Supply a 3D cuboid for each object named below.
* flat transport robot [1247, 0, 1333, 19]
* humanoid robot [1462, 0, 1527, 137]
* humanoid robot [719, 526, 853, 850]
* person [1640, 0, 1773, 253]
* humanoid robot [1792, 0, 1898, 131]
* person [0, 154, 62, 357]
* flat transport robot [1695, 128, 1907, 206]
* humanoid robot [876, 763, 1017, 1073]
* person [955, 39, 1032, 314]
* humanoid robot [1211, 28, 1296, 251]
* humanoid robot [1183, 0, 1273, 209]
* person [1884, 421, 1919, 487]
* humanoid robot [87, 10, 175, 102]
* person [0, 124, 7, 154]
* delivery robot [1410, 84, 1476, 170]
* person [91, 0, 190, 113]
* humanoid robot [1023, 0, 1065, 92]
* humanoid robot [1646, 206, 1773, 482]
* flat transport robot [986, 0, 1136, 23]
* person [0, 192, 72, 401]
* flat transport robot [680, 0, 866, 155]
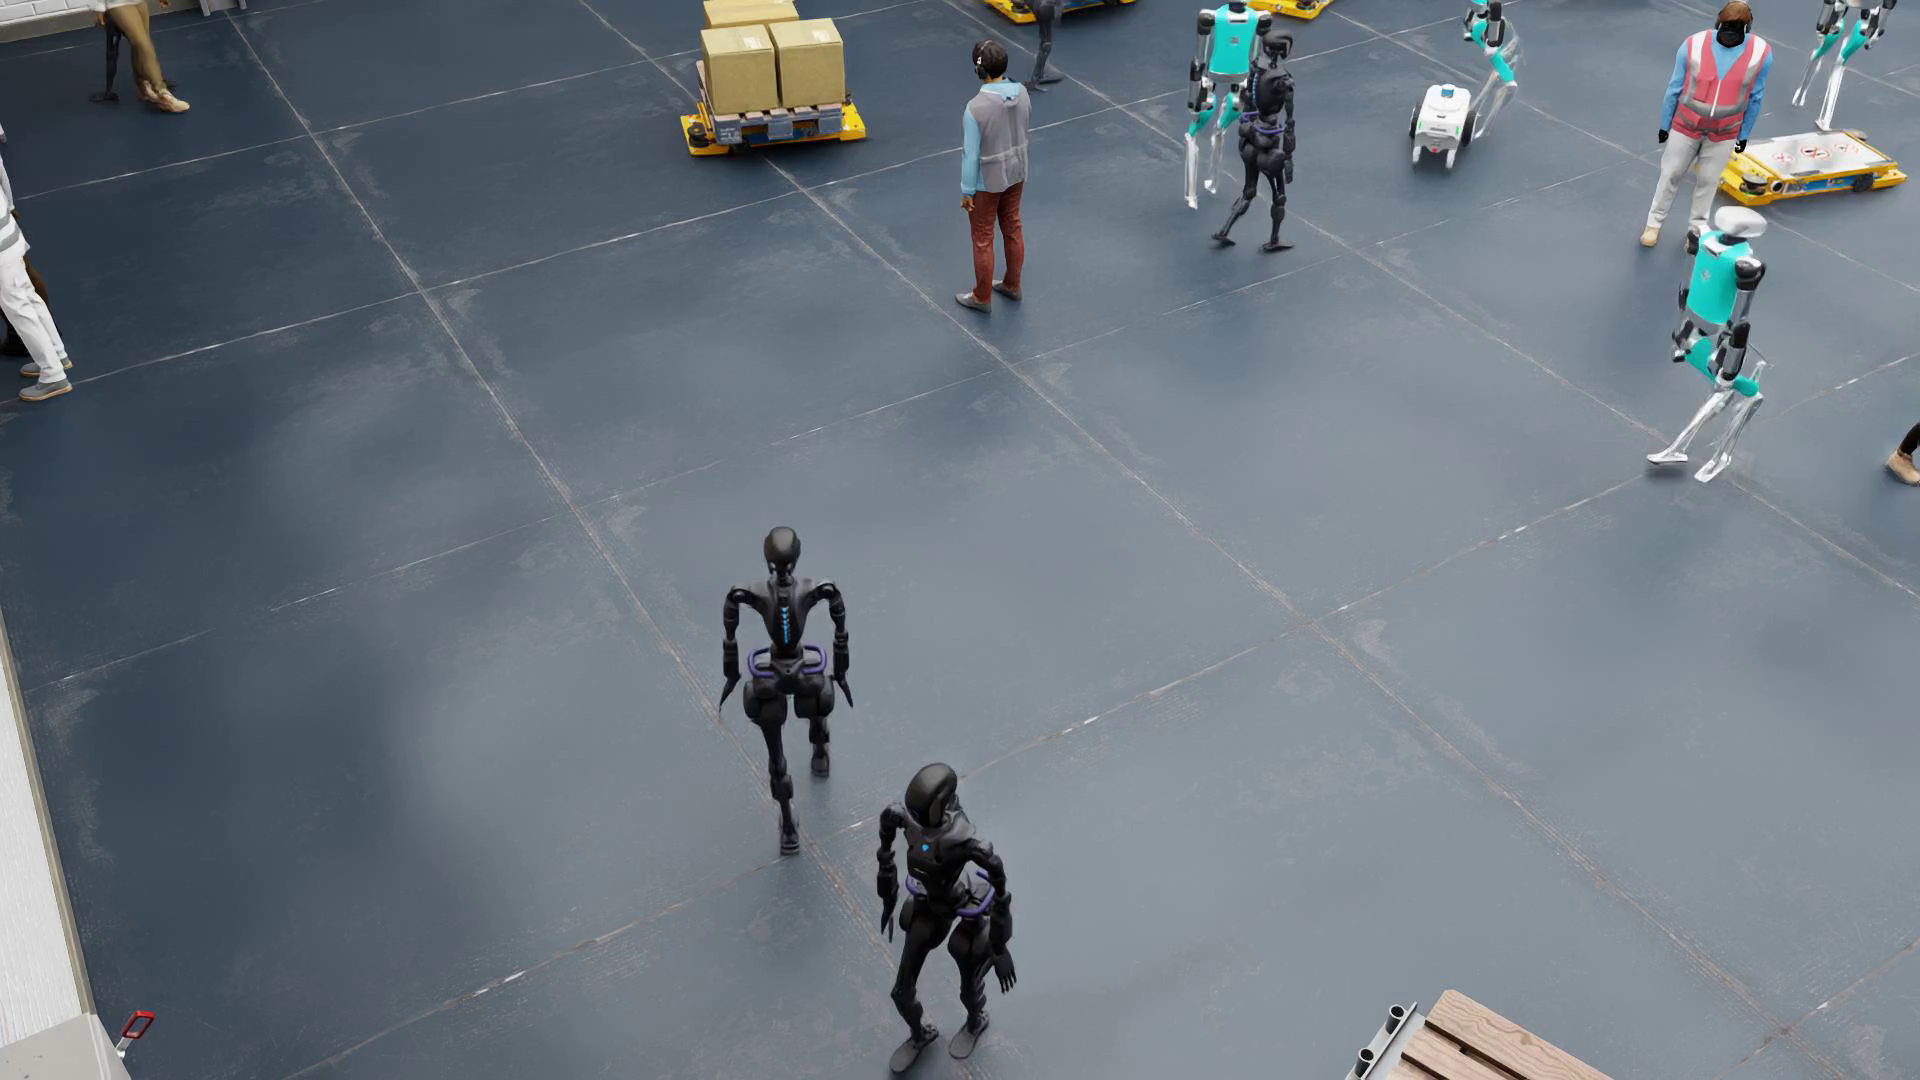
[{"bbox_3d":[3.397,-5.408,16.116,0.659,0.231,1.431,22,44,26],"label":"flat transport robot"},{"bbox_3d":[4.297,-4.056,13.258,0.782,1.810,0.531,-7,39,-9],"label":"humanoid robot"},{"bbox_3d":[-0.792,0.587,7.442,0.601,1.631,0.735,-5,39,-6],"label":"humanoid robot"},{"bbox_3d":[5.235,-2.893,11.689,0.629,1.836,0.431,13,40,16],"label":"person"},{"bbox_3d":[7.167,-4.227,13.498,0.532,1.846,0.856,7,39,9],"label":"humanoid robot"},{"bbox_3d":[-6.247,-2.065,10.555,0.367,1.939,0.542,18,42,21],"label":"person"},{"bbox_3d":[6.563,-2.906,12.958,1.431,0.231,0.659,-10,39,-12],"label":"flat transport robot"},{"bbox_3d":[-0.048,1.458,6.323,0.612,1.646,0.471,19,42,23],"label":"humanoid robot"},{"bbox_3d":[0.234,-2.377,11.003,0.534,1.873,0.416,-29,47,-31],"label":"person"},{"bbox_3d":[2.137,-2.799,11.713,0.585,1.660,0.596,-17,41,-20],"label":"humanoid robot"},{"bbox_3d":[1.917,-3.317,12.324,0.549,1.808,0.805,-1,38,-2],"label":"humanoid robot"},{"bbox_3d":[5.845,-0.885,9.296,0.556,1.645,0.872,-20,43,-24],"label":"person"},{"bbox_3d":[-7.127,-4.474,13.822,0.713,1.623,0.585,-19,42,-23],"label":"humanoid robot"},{"bbox_3d":[-7.868,-3.885,12.927,0.390,1.842,0.565,-7,39,-8],"label":"person"},{"bbox_3d":[3.846,-3.342,13.267,0.499,0.581,0.774,13,40,15],"label":"delivery robot"},{"bbox_3d":[-6.734,-4.363,13.609,0.751,1.730,0.566,12,40,15],"label":"person"},{"bbox_3d":[0.690,-4.606,13.975,0.365,1.643,0.587,-12,40,-15],"label":"humanoid robot"},{"bbox_3d":[4.428,-1.115,9.493,0.793,1.760,0.535,-11,40,-14],"label":"humanoid robot"},{"bbox_3d":[1.023,-5.254,15.922,1.431,0.231,0.659,-17,42,-21],"label":"flat transport robot"},{"bbox_3d":[-5.920,-1.746,10.206,0.352,1.876,0.569,-14,40,-17],"label":"person"},{"bbox_3d":[-1.538,-3.429,13.618,1.431,0.231,0.659,-9,39,-11],"label":"flat transport robot"}]
